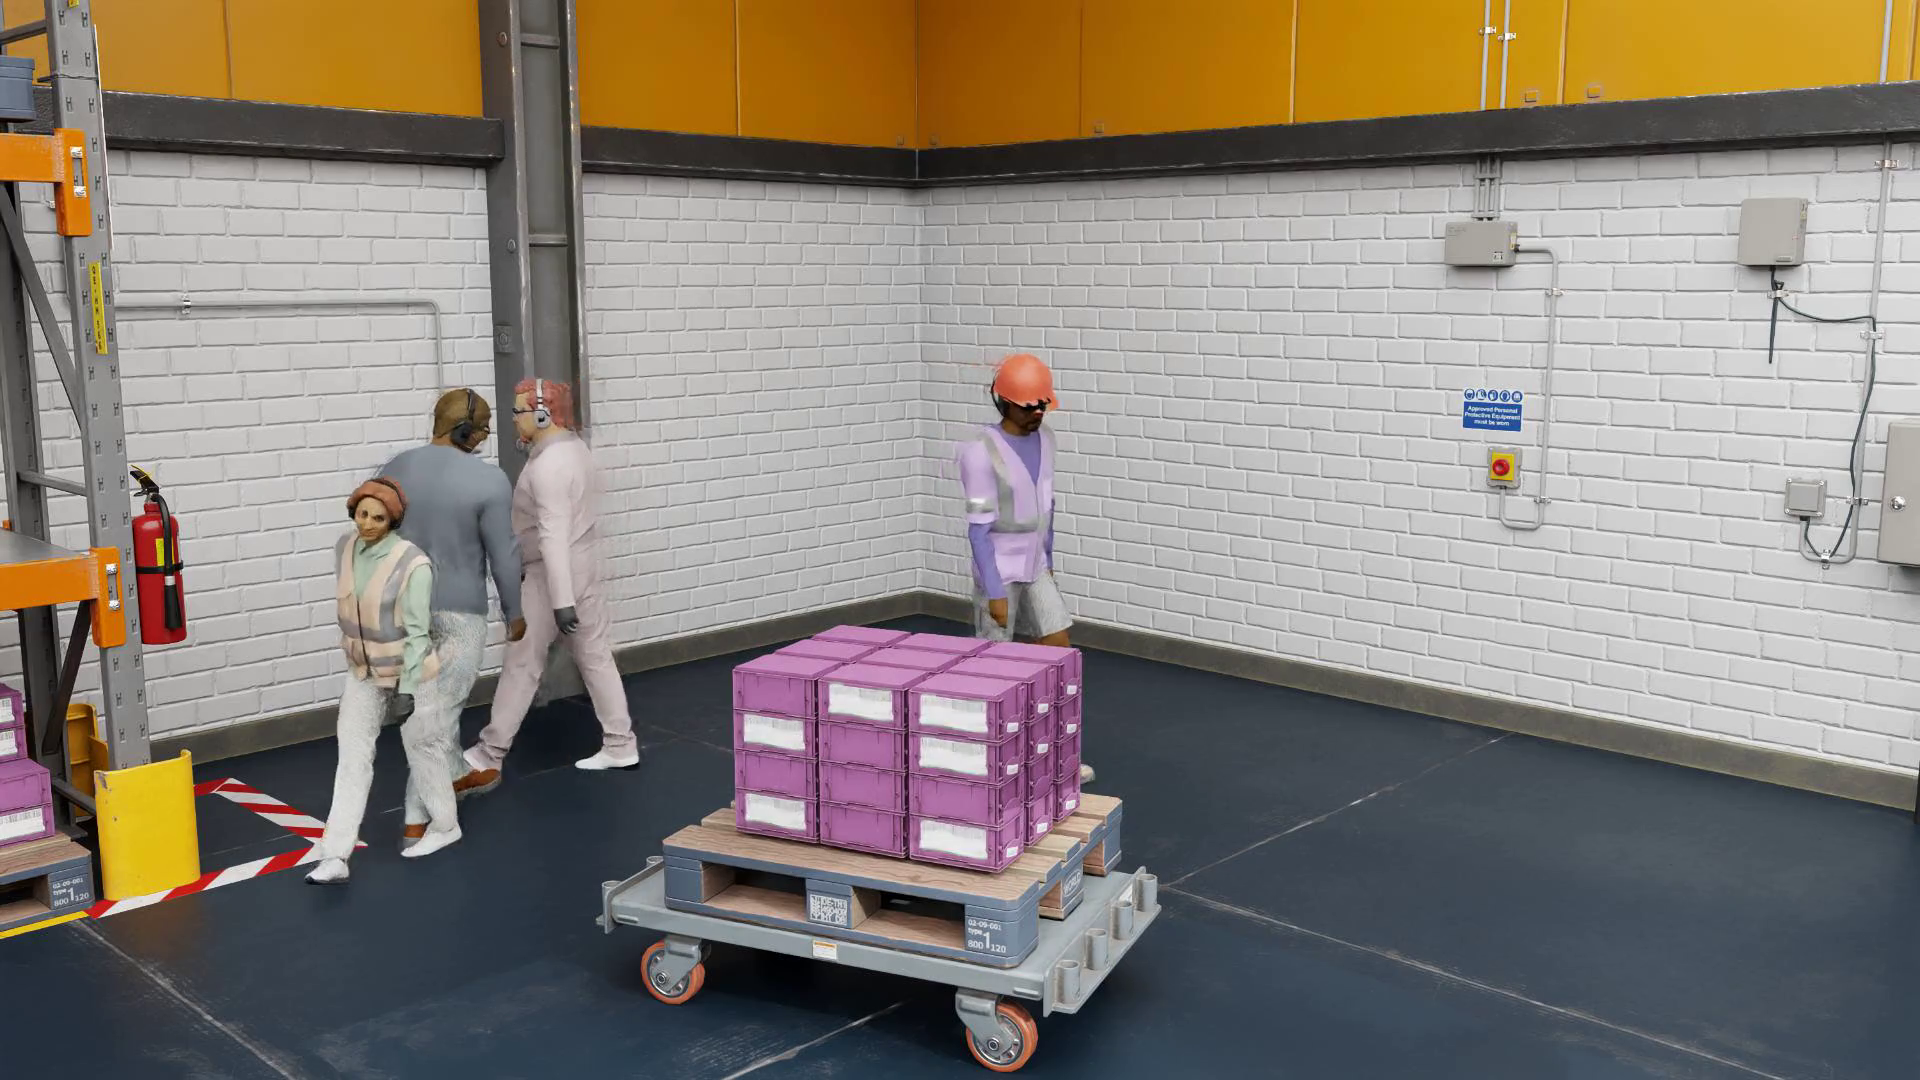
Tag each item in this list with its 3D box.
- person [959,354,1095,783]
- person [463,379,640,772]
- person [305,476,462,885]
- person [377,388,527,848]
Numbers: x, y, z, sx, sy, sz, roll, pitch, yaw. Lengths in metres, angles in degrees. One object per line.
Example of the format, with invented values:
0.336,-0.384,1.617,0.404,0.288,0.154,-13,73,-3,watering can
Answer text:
0.313,0.155,7.516,0.766,1.987,0.700,8,12,42,person
-1.943,0.192,7.694,0.919,1.863,0.644,1,9,4,person
-2.246,0.537,6.395,0.569,1.580,0.831,4,10,24,person
-2.171,0.304,6.994,0.636,1.883,0.913,4,10,22,person
